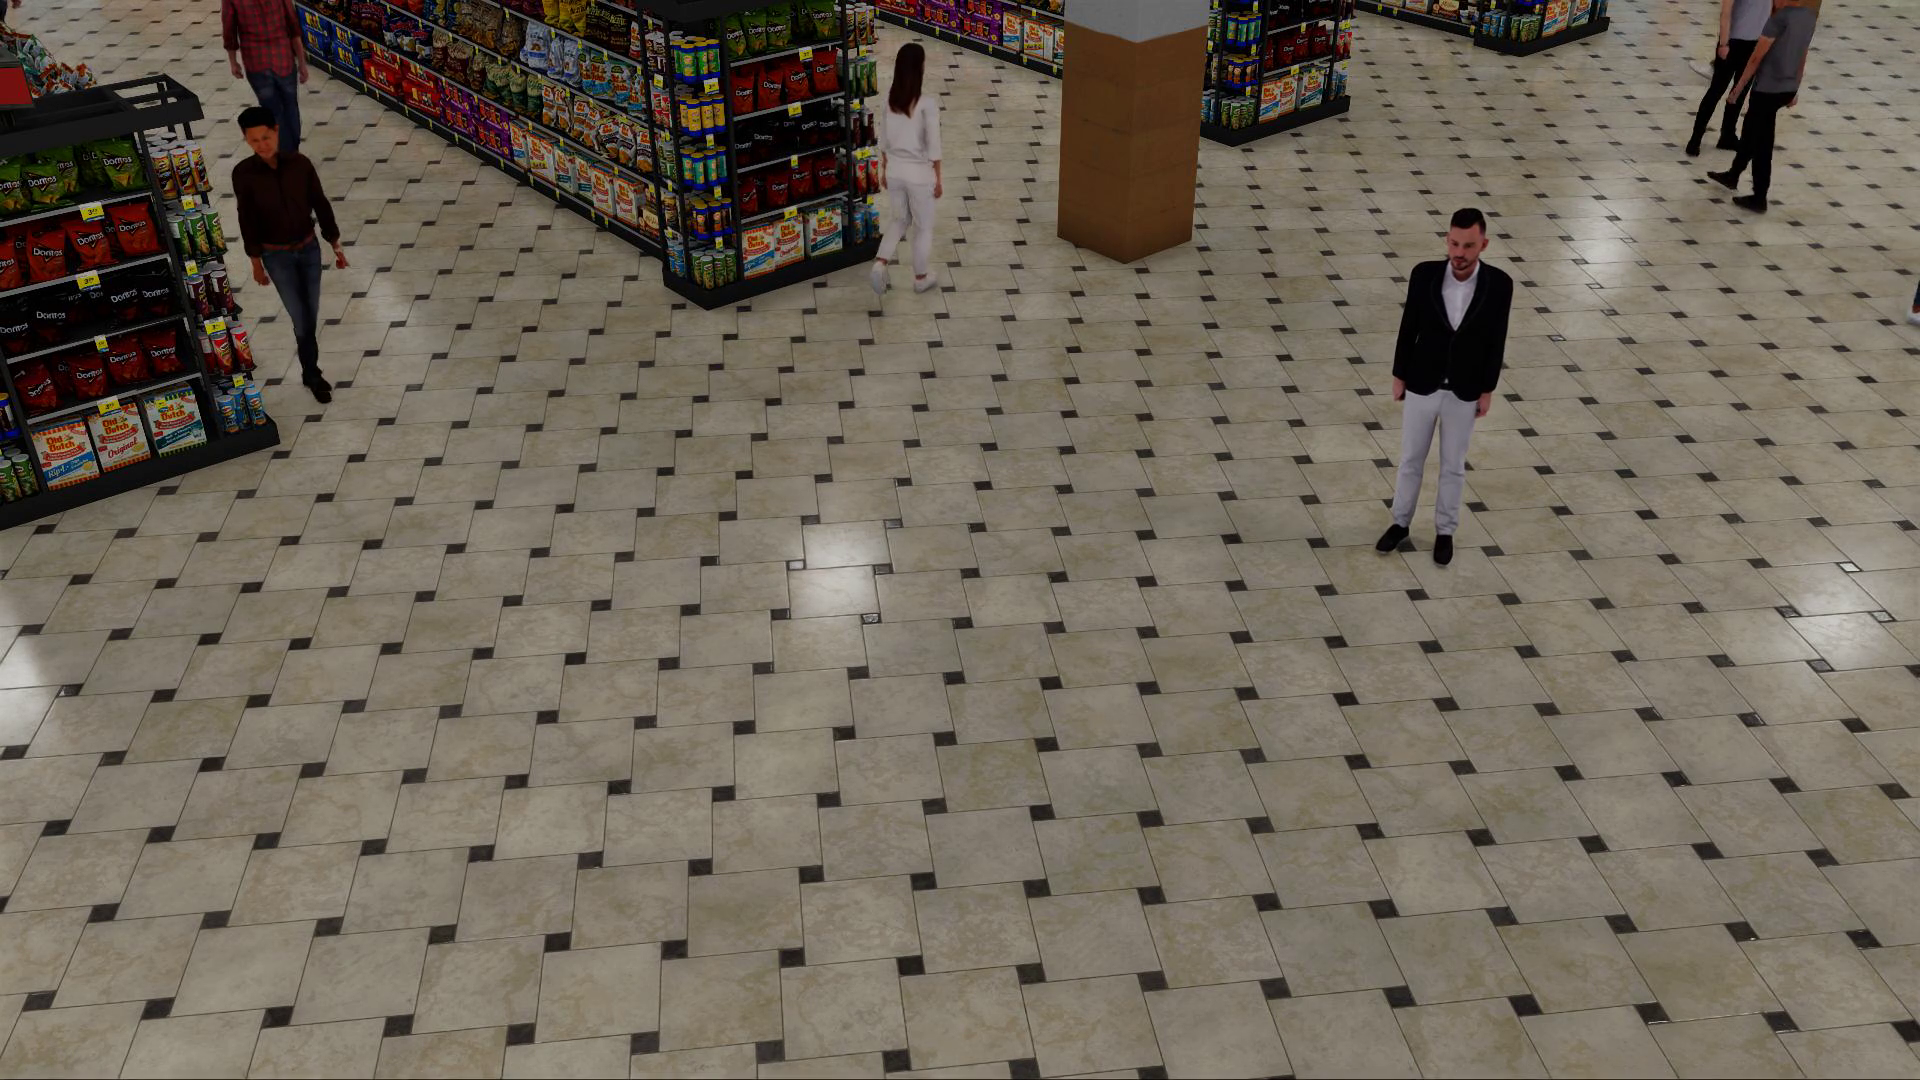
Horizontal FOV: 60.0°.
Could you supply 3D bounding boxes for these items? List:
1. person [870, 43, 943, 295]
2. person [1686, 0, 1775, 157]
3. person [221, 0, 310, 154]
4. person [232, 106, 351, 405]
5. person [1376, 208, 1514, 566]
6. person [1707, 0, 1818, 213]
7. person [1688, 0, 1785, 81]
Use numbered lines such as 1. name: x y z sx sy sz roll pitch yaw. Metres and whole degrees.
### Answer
1. person: -0.352 -2.361 10.828 0.909 1.675 0.842 18 36 26
2. person: 6.289 -4.033 13.352 0.802 1.846 0.714 -19 36 -27
3. person: -5.262 -3.595 12.711 0.866 1.780 1.242 -17 36 -25
4. person: -3.912 -1.673 9.646 0.702 1.756 0.689 28 41 37
5. person: 2.357 -0.748 8.078 0.650 1.840 0.784 12 34 18
6. person: 6.050 -3.280 12.250 0.674 1.733 0.917 -20 37 -29
7. person: 7.345 -4.966 14.911 1.224 1.785 1.114 6 32 9
